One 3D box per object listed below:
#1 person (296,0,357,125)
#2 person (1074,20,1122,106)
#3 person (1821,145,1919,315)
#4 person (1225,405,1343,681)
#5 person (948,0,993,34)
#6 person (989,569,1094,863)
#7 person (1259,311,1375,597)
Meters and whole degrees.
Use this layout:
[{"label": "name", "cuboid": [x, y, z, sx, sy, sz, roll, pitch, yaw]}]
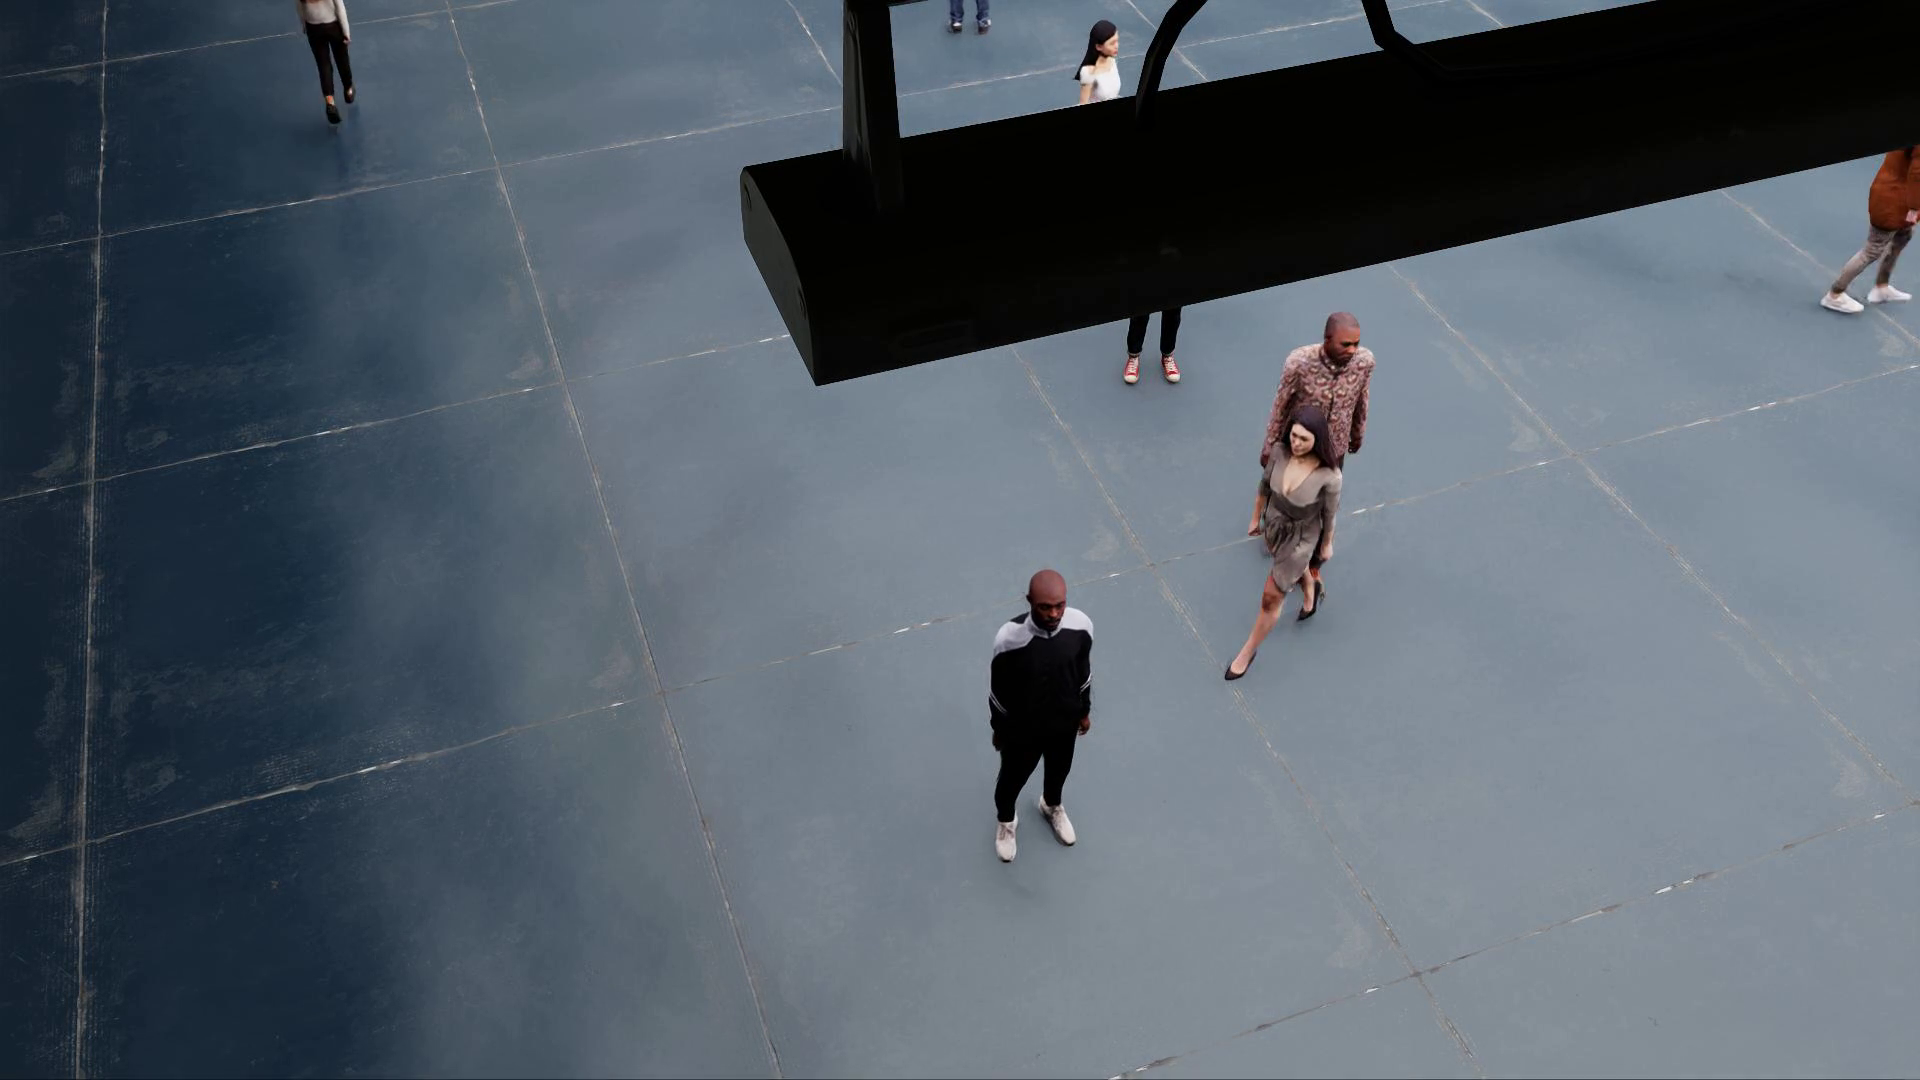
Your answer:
[{"label": "person", "cuboid": [-5.159, -4.101, 13.471, 0.681, 1.463, 1.005, -6, 43, -7]}, {"label": "person", "cuboid": [0.900, -2.910, 11.975, 0.892, 1.765, 0.830, 24, 48, 23]}, {"label": "person", "cuboid": [6.309, -2.355, 11.342, 1.013, 1.817, 0.960, 14, 45, 14]}, {"label": "person", "cuboid": [1.828, -0.054, 8.960, 0.954, 1.706, 1.124, -33, 52, -30]}, {"label": "person", "cuboid": [0.079, -5.344, 14.508, 0.721, 1.865, 0.711, 3, 43, 4]}, {"label": "person", "cuboid": [0.383, 0.808, 7.946, 0.668, 1.828, 0.540, -12, 44, -12]}, {"label": "person", "cuboid": [2.013, -0.627, 9.519, 0.943, 1.780, 1.055, 0, 43, 1]}]
